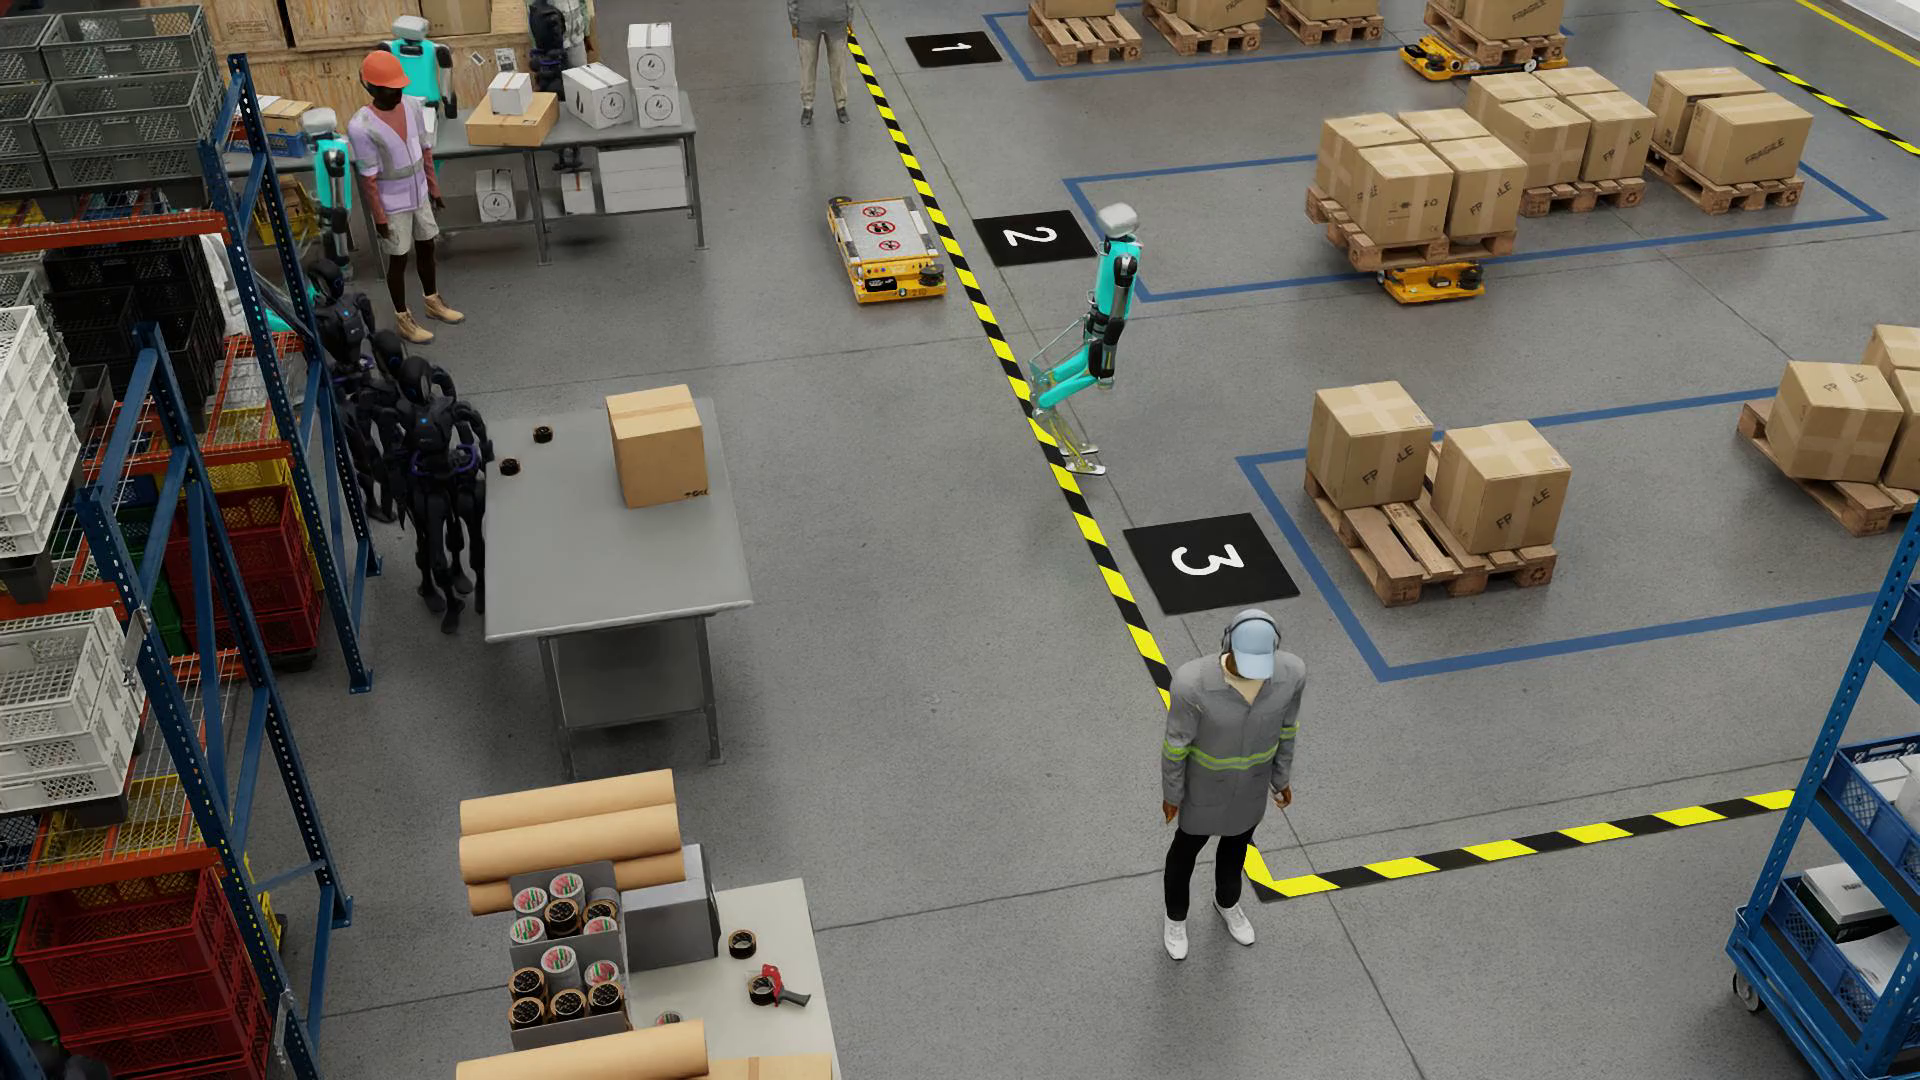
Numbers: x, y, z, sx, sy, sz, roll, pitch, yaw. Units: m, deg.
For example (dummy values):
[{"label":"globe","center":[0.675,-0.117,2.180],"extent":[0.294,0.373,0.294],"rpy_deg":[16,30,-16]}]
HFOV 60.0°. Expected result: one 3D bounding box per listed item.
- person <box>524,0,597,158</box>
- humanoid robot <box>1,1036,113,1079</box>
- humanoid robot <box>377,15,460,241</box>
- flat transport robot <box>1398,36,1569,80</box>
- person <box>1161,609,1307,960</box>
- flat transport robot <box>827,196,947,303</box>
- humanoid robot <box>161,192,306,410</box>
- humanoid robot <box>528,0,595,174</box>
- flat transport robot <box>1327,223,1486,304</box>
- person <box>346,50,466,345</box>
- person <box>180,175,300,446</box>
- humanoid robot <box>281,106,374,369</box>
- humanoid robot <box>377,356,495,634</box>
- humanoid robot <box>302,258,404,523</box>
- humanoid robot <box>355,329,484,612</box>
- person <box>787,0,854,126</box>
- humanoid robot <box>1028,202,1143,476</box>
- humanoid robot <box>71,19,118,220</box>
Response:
[{"label":"person","center":[-3.278,-4.139,13.722],"extent":[0.411,1.939,0.602],"rpy_deg":[25,44,30]},{"label":"humanoid robot","center":[-2.844,2.221,5.414],"extent":[0.621,1.638,0.613],"rpy_deg":[1,37,1]},{"label":"humanoid robot","center":[-3.957,-2.849,12.178],"extent":[0.578,1.790,0.813],"rpy_deg":[-1,37,-1]},{"label":"flat transport robot","center":[4.964,-4.625,15.746],"extent":[1.431,0.197,0.652],"rpy_deg":[-8,37,-11]},{"label":"person","center":[1.112,1.010,6.874],"extent":[0.587,1.847,0.397],"rpy_deg":[-8,37,-10]},{"label":"flat transport robot","center":[-0.570,-2.220,12.538],"extent":[0.659,0.231,1.431],"rpy_deg":[-8,37,-10]},{"label":"humanoid robot","center":[-4.420,-1.579,10.435],"extent":[0.737,1.783,0.539],"rpy_deg":[-18,40,-22]},{"label":"humanoid robot","center":[-3.275,-3.753,13.417],"extent":[0.317,1.652,0.598],"rpy_deg":[-21,42,-26]},{"label":"flat transport robot","center":[3.332,-2.218,12.512],"extent":[0.652,0.197,1.431],"rpy_deg":[-8,37,-10]},{"label":"person","center":[-3.711,-2.290,11.161],"extent":[0.413,2.034,0.601],"rpy_deg":[18,40,23]},{"label":"person","center":[-4.412,-1.403,10.087],"extent":[0.360,1.879,0.576],"rpy_deg":[-6,37,-8]},{"label":"humanoid robot","center":[-4.290,-1.870,10.916],"extent":[0.853,1.865,0.553],"rpy_deg":[-15,39,-19]},{"label":"humanoid robot","center":[-2.680,-0.260,8.737],"extent":[0.608,1.648,0.463],"rpy_deg":[-5,37,-6]},{"label":"humanoid robot","center":[-3.454,-0.834,9.487],"extent":[0.342,1.647,0.586],"rpy_deg":[16,40,21]},{"label":"humanoid robot","center":[-2.837,-0.392,8.901],"extent":[0.603,1.653,0.367],"rpy_deg":[-23,43,-28]},{"label":"person","center":[-1.186,-4.441,14.264],"extent":[0.571,1.767,0.395],"rpy_deg":[-4,37,-6]},{"label":"humanoid robot","center":[0.665,-1.161,9.768],"extent":[0.735,1.681,0.533],"rpy_deg":[-1,37,-1]},{"label":"humanoid robot","center":[-6.415,-2.858,12.162],"extent":[0.560,1.753,0.796],"rpy_deg":[25,43,29]}]
